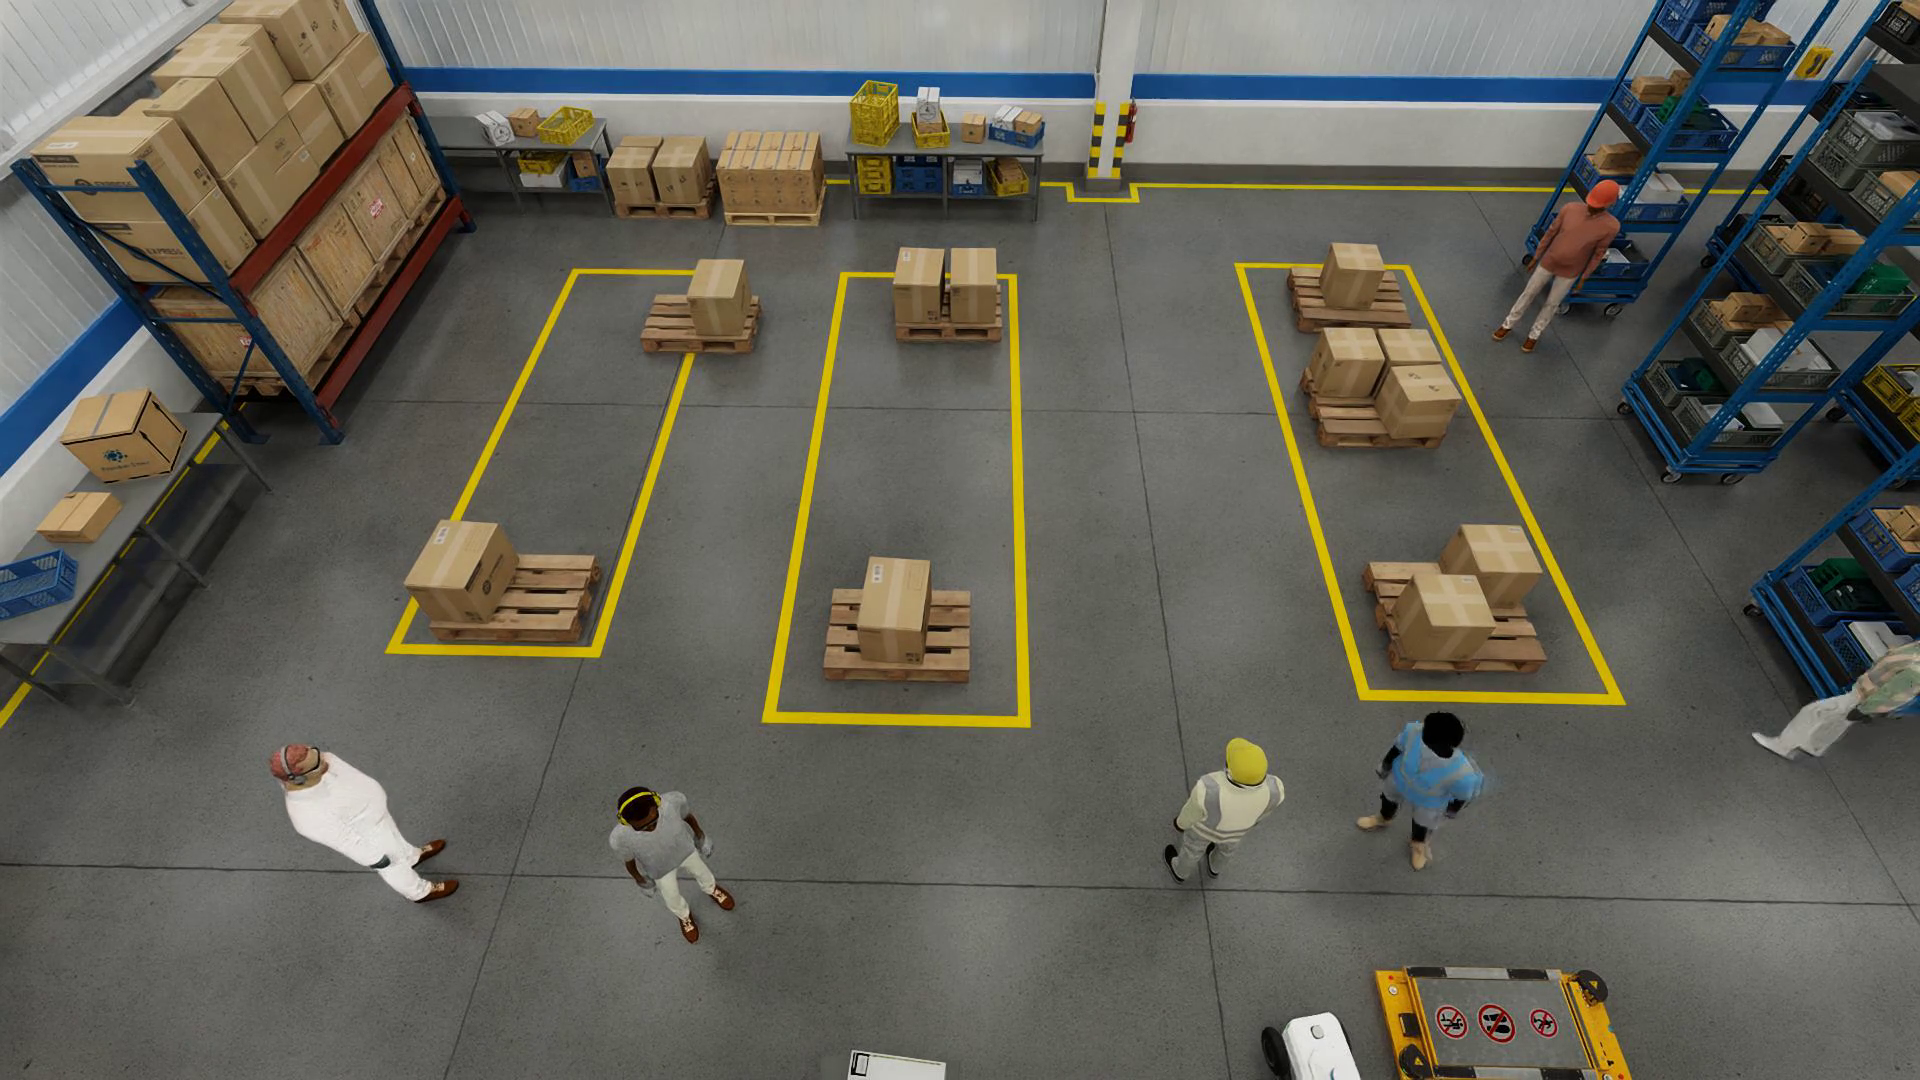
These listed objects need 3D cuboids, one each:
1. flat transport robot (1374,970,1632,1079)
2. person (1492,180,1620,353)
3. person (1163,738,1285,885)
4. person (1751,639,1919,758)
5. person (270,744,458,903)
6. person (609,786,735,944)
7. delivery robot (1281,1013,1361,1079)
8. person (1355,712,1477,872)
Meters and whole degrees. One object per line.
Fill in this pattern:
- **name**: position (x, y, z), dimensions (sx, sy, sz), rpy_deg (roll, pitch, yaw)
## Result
- **flat transport robot**: position (3.501, 3.133, 5.914), dimensions (1.431, 0.197, 0.652), rpy_deg (1, 51, 1)
- **person**: position (6.375, -2.897, 9.733), dimensions (0.611, 1.985, 0.394), rpy_deg (36, 59, 25)
- **person**: position (1.698, 1.800, 5.998), dimensions (0.594, 1.837, 0.404), rpy_deg (-5, 51, -4)
- **person**: position (6.596, 1.101, 6.711), dimensions (0.581, 1.614, 0.444), rpy_deg (-31, 57, -23)
- **person**: position (-3.847, 1.817, 5.940), dimensions (0.403, 1.906, 0.651), rpy_deg (-27, 56, -20)
- **person**: position (-1.812, 2.027, 5.791), dimensions (0.513, 1.872, 0.328), rpy_deg (-37, 60, -26)
- **delivery robot**: position (2.236, 3.288, 5.547), dimensions (0.477, 0.478, 0.707), rpy_deg (-7, 51, -5)
- **person**: position (3.133, 1.680, 6.206), dimensions (0.402, 1.659, 0.642), rpy_deg (-26, 56, -20)
